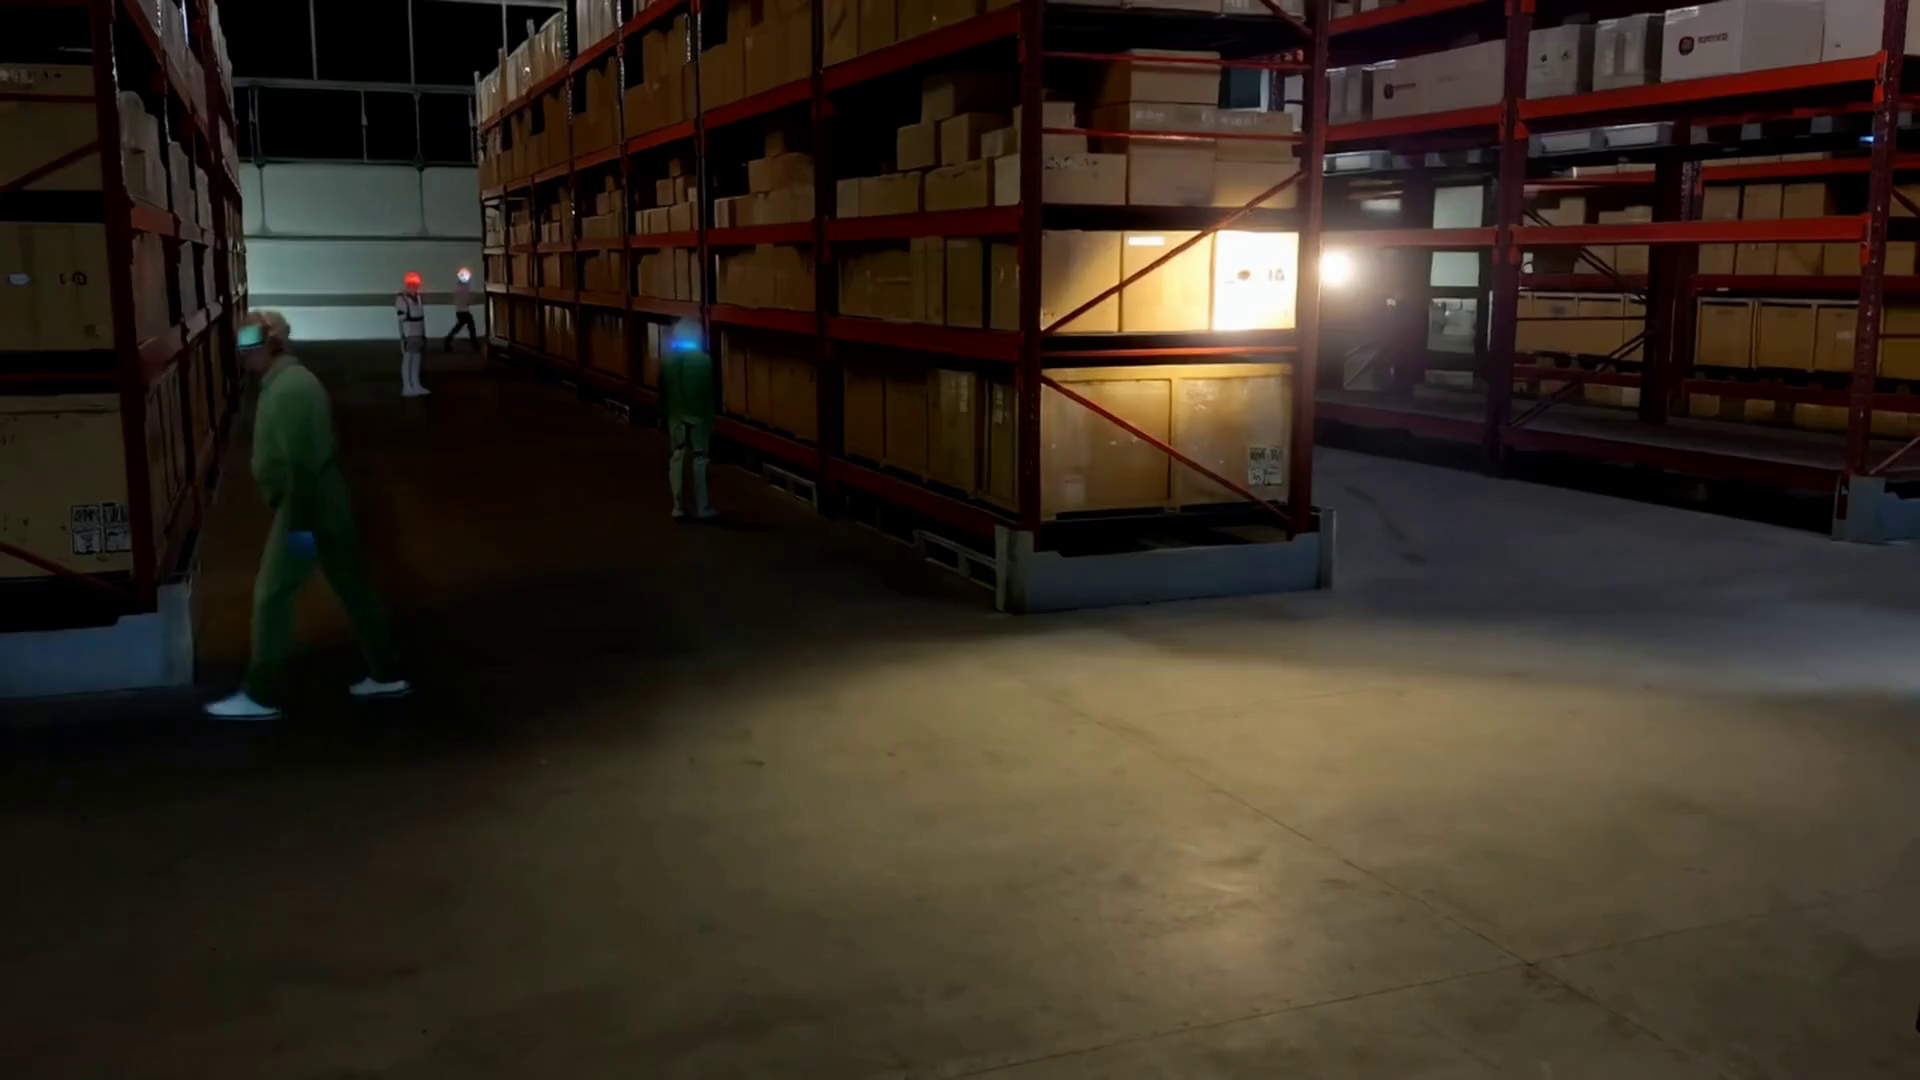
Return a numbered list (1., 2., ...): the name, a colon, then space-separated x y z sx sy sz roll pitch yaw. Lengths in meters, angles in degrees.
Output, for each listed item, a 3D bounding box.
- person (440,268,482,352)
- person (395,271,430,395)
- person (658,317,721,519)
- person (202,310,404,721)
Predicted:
1. person: -11.498 -5.288 38.314 0.988 1.960 0.617 -5 11 -28
2. person: -8.586 -3.249 26.141 0.373 1.939 0.545 5 11 27
3. person: -2.191 -0.979 13.451 0.498 1.634 0.280 3 10 19
4. person: -3.056 -0.112 7.613 0.928 1.851 0.745 -2 10 -14
